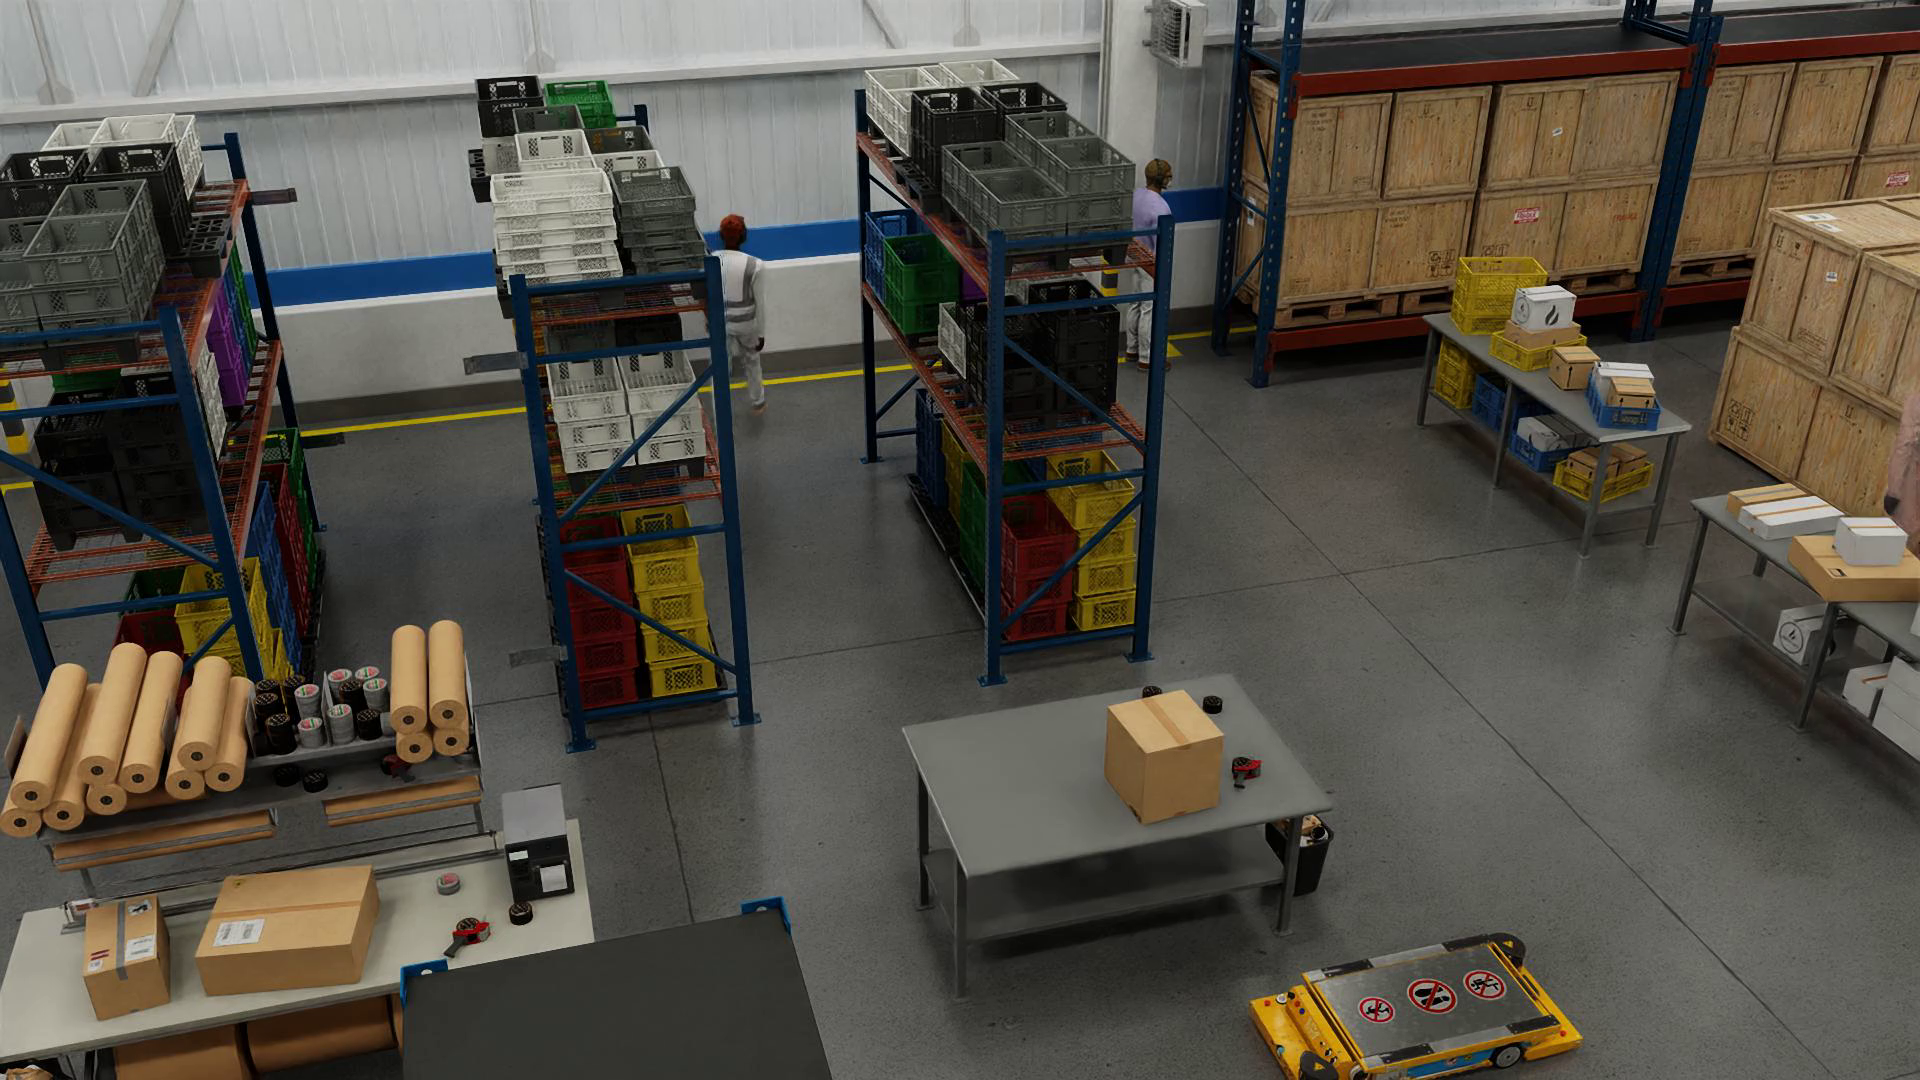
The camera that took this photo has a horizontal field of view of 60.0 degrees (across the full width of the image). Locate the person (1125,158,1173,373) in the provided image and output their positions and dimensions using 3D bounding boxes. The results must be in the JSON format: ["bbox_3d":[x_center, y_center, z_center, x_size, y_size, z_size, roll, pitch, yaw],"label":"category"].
[{"bbox_3d":[1.706,-2.460,14.890,0.358,1.938,0.636,-9,30,-16],"label":"person"}]

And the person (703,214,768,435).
[{"bbox_3d":[-1.868,-1.796,13.780,0.589,1.847,0.921,3,29,5],"label":"person"}]

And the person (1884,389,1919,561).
[{"bbox_3d":[6.568,-0.374,11.176,0.678,1.903,0.400,4,29,7],"label":"person"}]

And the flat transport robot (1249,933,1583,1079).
[{"bbox_3d":[2.184,2.282,7.980,1.431,0.197,0.652,-8,30,-14],"label":"flat transport robot"}]
